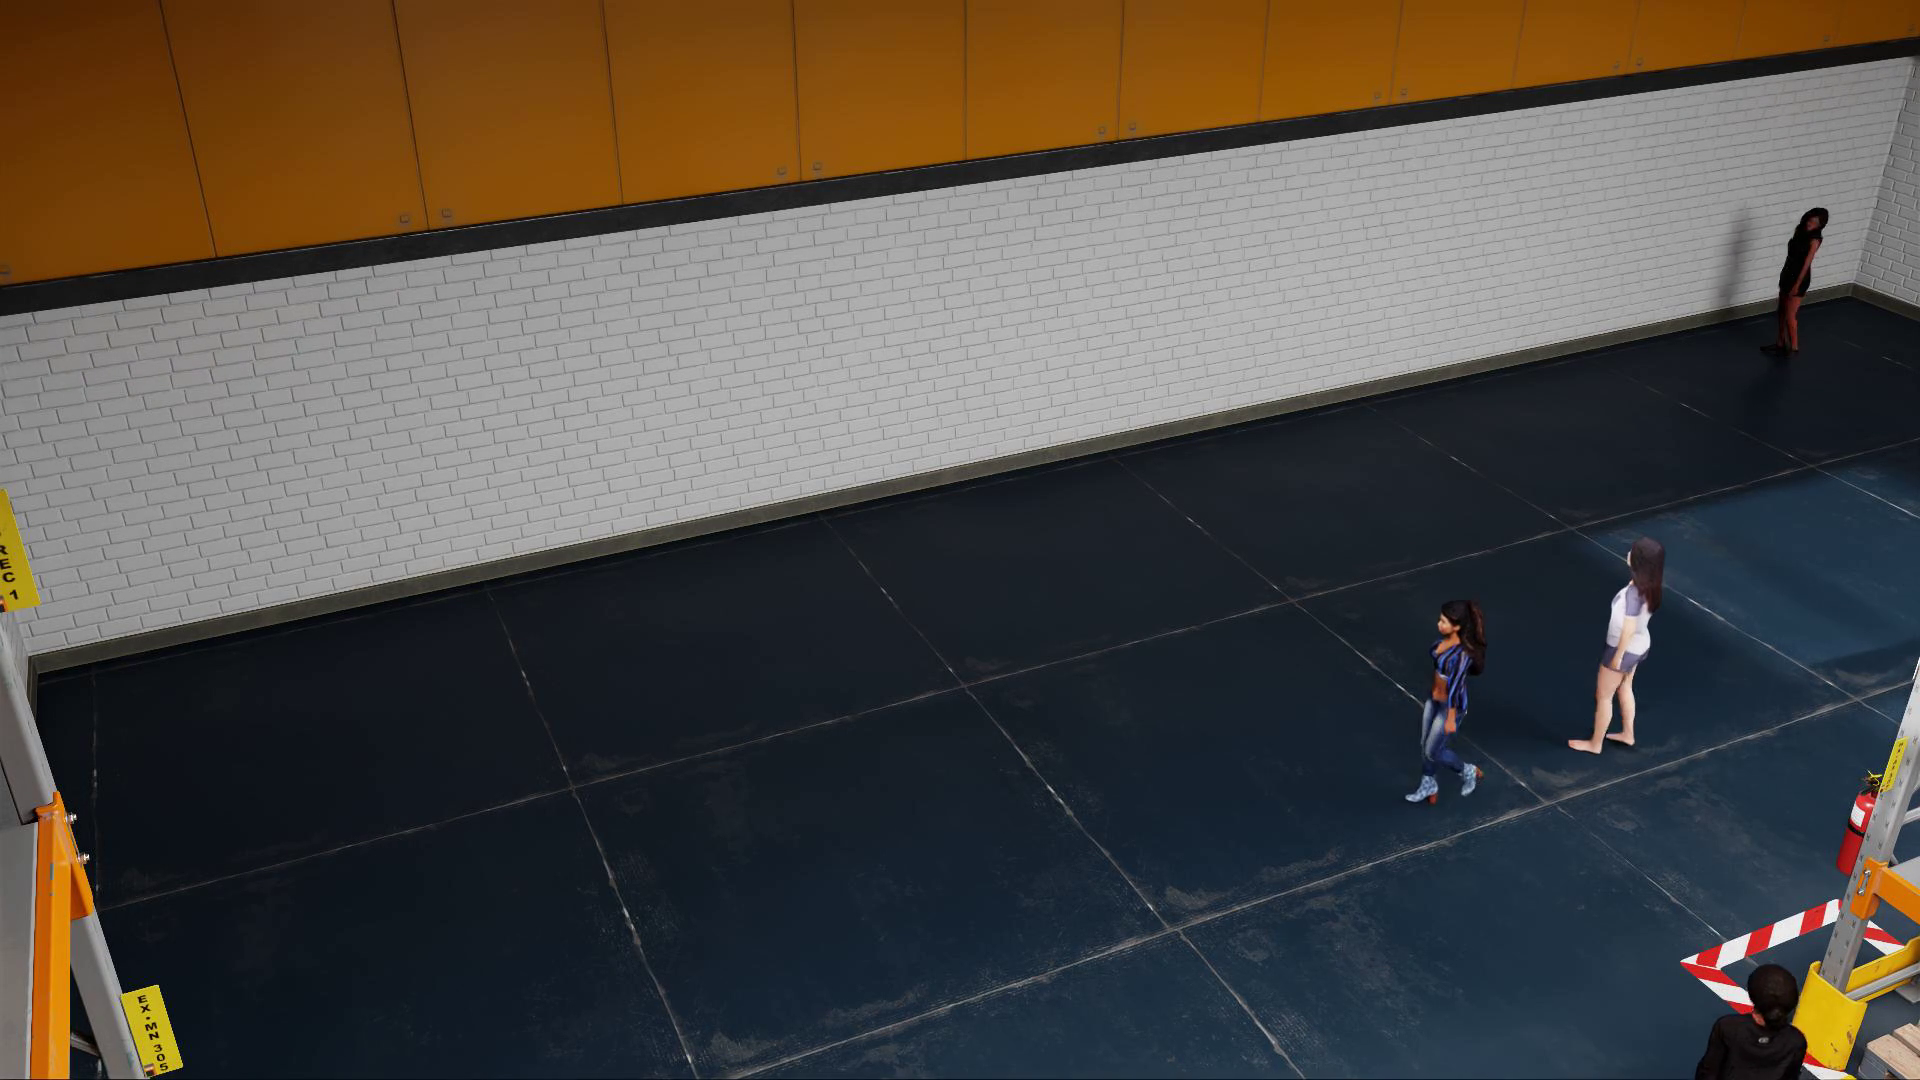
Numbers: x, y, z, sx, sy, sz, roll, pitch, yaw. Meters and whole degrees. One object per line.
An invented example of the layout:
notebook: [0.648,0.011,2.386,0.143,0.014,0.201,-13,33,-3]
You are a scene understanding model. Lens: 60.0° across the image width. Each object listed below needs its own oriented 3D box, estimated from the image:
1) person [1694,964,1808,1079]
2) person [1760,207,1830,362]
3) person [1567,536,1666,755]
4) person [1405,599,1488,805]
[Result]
person: [3.693,2.753,7.895,0.887,1.656,0.958,8,30,14]
person: [9.033,-2.813,18.036,0.808,1.717,0.686,10,30,18]
person: [4.649,0.736,11.539,0.771,1.708,0.726,19,34,31]
person: [3.268,1.100,10.973,0.811,1.610,0.766,-2,29,-4]
